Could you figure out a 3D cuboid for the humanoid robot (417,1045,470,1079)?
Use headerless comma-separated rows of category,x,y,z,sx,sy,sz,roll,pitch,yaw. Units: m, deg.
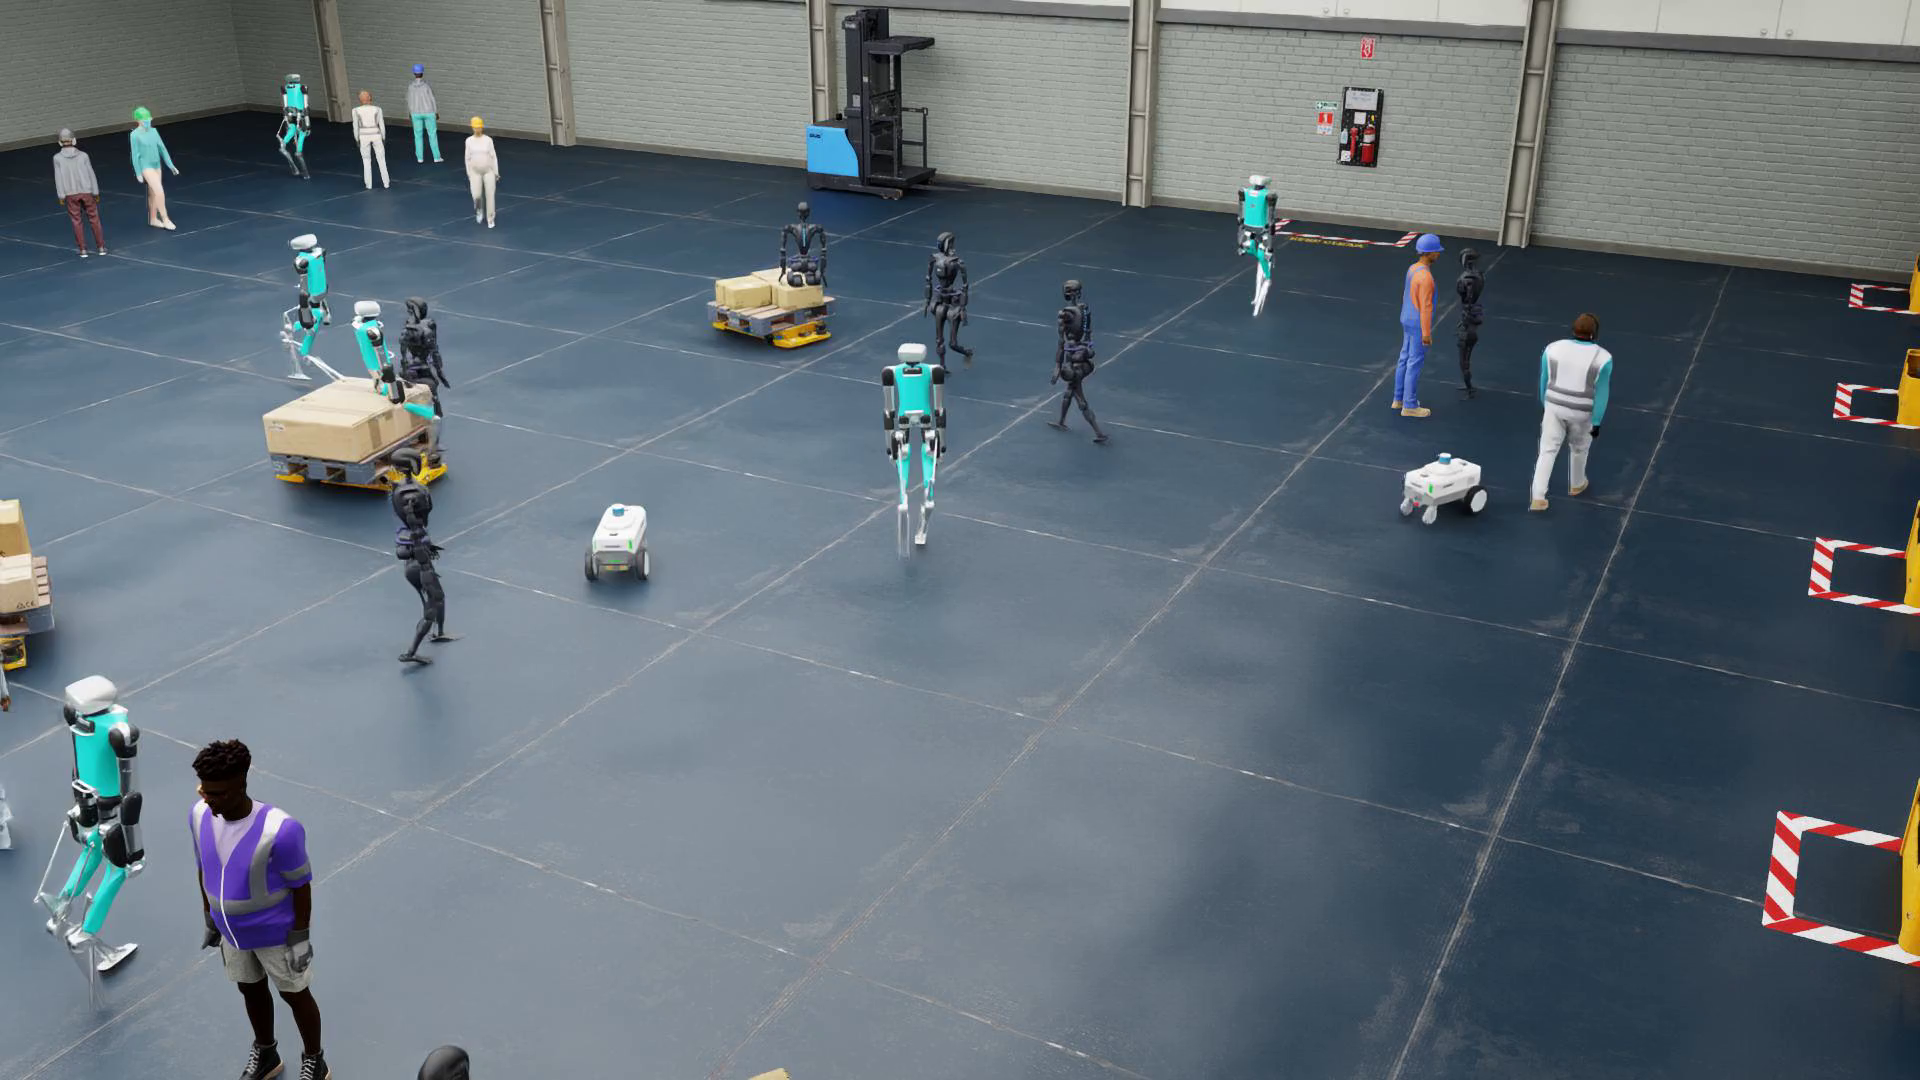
humanoid robot,-1.861,2.614,6.304,0.584,1.644,0.368,4,24,10

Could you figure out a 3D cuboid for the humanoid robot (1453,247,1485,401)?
humanoid robot,5.445,-2.325,17.806,0.338,1.644,0.609,7,24,16

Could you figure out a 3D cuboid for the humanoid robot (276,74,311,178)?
humanoid robot,-11.689,-7.177,29.054,0.556,1.793,0.803,7,24,16

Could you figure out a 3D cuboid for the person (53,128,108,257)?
person,-12.601,-4.960,23.759,0.536,1.807,0.377,-14,27,-29

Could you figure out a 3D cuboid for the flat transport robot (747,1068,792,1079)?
flat transport robot,-0.871,3.359,6.344,0.659,0.231,1.431,-1,23,-2

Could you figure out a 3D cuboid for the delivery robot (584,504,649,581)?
delivery robot,-2.819,-0.001,13.797,0.499,0.591,0.781,0,23,-1

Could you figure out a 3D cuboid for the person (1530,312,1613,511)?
person,5.495,-1.167,14.954,0.623,1.798,0.971,15,27,30

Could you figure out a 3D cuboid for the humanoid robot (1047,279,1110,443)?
humanoid robot,1.189,-1.788,16.641,0.837,1.628,0.608,17,29,35

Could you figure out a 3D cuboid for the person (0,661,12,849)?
person,-6.009,0.967,9.854,0.567,1.892,0.594,7,24,16

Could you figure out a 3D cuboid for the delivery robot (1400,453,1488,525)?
delivery robot,4.349,-0.486,14.944,0.782,0.603,0.499,-15,28,-31

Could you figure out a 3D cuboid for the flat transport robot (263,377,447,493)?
flat transport robot,-5.680,-0.685,15.757,1.431,0.231,0.659,7,24,15

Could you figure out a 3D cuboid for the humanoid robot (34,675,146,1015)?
humanoid robot,-4.546,1.661,8.550,0.543,1.859,0.802,15,28,31

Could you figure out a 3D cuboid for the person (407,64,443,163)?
person,-9.796,-7.774,30.353,0.542,1.777,0.359,-2,23,-4

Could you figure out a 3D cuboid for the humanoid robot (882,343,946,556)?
humanoid robot,-0.380,-0.652,13.971,0.543,1.901,0.737,0,23,0

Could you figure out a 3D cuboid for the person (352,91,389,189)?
person,-10.008,-6.791,28.248,0.510,1.630,0.314,-9,25,-20

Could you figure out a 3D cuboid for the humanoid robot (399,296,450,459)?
humanoid robot,-5.193,-1.563,16.026,0.381,1.633,0.596,8,25,18

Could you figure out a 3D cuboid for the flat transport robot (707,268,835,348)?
flat transport robot,-2.294,-2.609,20.236,1.431,0.231,0.659,20,30,39

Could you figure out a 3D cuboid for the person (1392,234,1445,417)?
person,4.768,-2.238,17.296,0.356,1.908,0.537,-2,23,-6

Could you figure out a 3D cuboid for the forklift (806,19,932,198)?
forklift,-1.573,-7.292,27.850,1.873,2.768,1.129,12,26,25

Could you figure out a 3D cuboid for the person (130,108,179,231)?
person,-12.226,-5.645,25.318,0.779,1.836,0.539,6,24,14

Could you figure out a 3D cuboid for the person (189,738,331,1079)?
person,-3.304,1.804,7.814,0.600,1.966,0.368,7,24,16

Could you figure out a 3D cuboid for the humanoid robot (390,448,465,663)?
humanoid robot,-3.973,0.094,12.185,0.459,1.630,0.601,-6,24,-15

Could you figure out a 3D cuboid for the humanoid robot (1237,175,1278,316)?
humanoid robot,3.831,-3.740,21.043,0.538,1.796,0.835,19,30,37

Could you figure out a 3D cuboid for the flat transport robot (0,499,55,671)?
flat transport robot,-7.505,0.684,12.570,0.659,0.231,1.431,-12,26,-26

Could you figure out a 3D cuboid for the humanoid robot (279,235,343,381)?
humanoid robot,-7.141,-2.437,18.018,1.024,1.752,0.562,3,23,7

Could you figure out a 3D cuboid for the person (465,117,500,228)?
person,-7.298,-5.624,25.460,0.479,1.683,0.391,-6,24,-13

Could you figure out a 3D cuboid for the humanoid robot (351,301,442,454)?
humanoid robot,-5.188,-1.423,15.637,0.865,1.772,0.564,-17,28,-34

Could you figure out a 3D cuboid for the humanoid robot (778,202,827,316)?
humanoid robot,-1.890,-3.221,19.875,0.591,1.655,0.422,-4,24,-9

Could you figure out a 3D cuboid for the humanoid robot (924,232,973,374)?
humanoid robot,-0.101,-2.650,18.550,0.615,1.637,0.510,16,28,33
